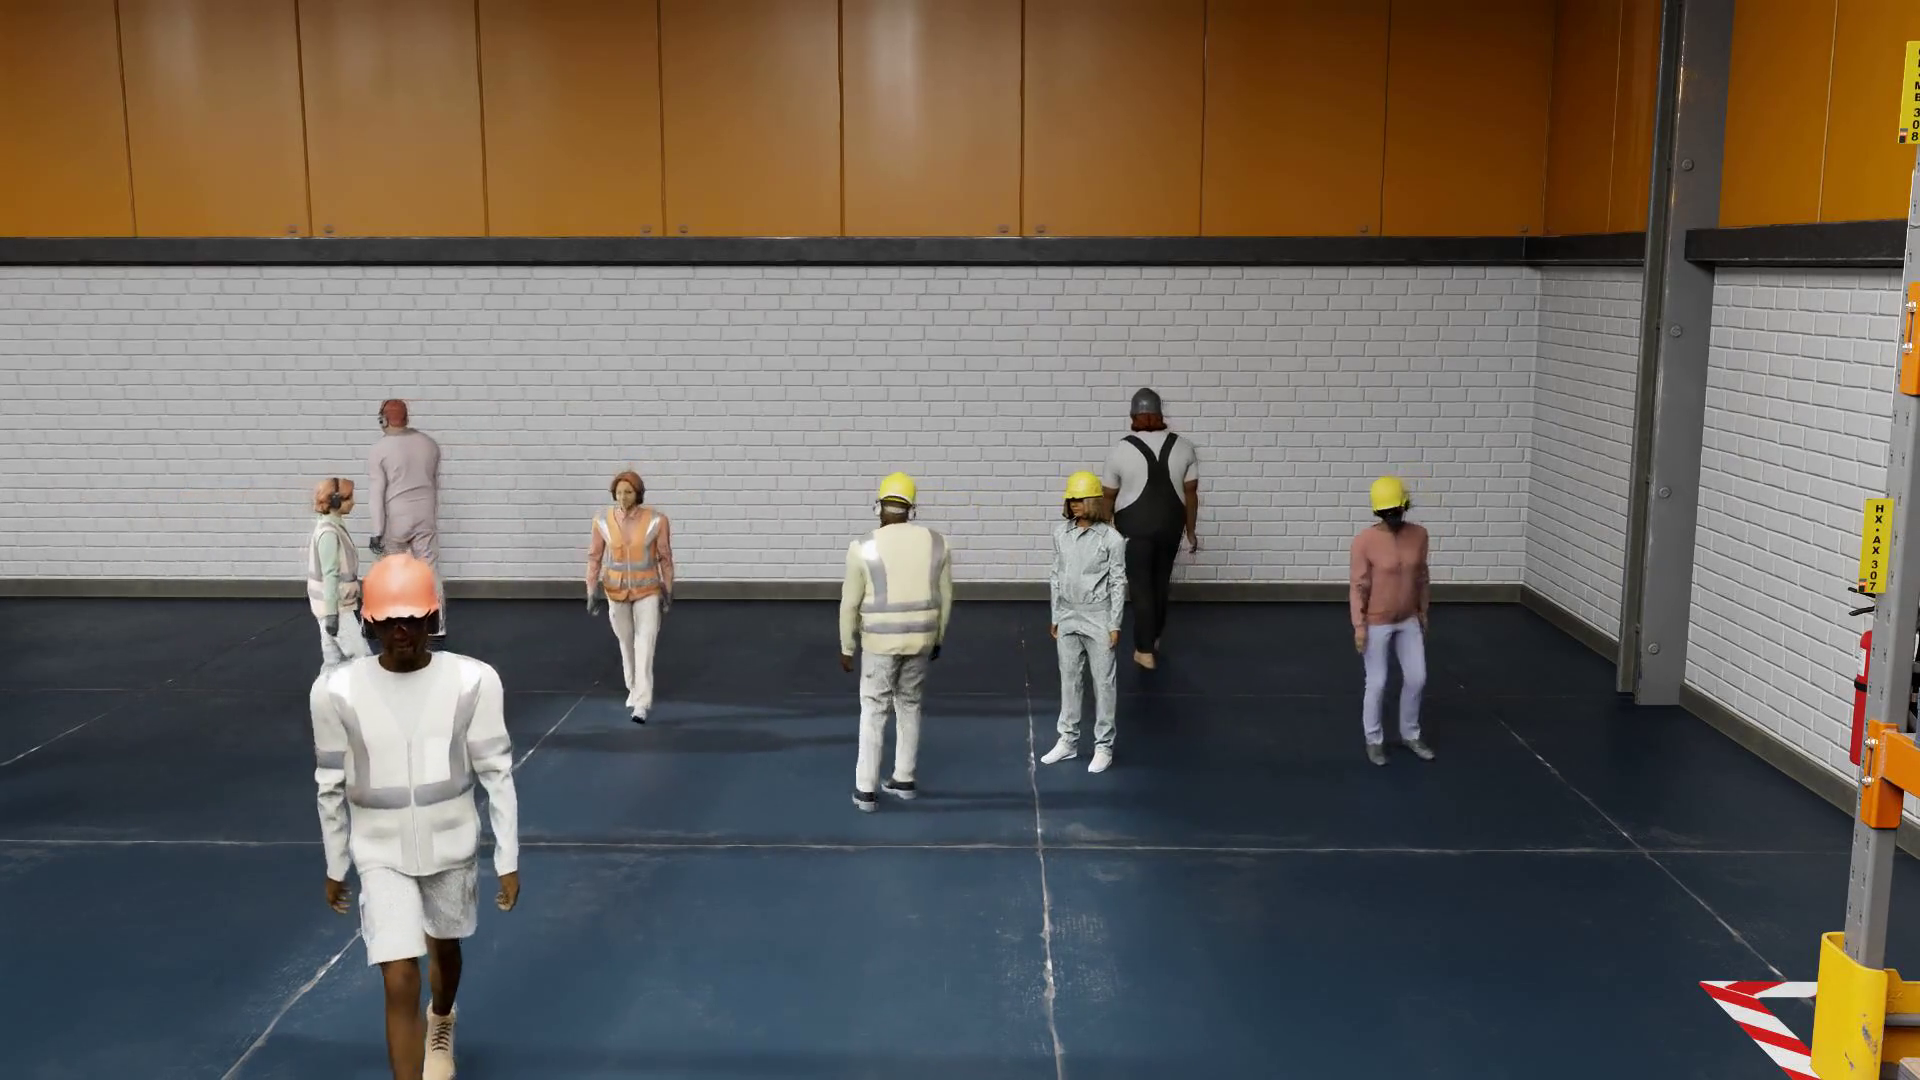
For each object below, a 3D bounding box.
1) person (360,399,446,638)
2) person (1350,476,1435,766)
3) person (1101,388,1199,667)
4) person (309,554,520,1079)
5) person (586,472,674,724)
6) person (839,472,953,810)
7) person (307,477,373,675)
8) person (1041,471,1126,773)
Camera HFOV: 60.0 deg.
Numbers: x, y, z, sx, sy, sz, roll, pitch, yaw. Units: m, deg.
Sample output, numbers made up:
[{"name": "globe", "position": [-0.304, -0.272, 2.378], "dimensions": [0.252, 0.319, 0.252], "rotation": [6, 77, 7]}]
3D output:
[{"name": "person", "position": [-4.350, -0.159, 12.948], "dimensions": [0.621, 1.894, 0.674], "rotation": [8, 12, 40]}, {"name": "person", "position": [2.474, 0.471, 9.586], "dimensions": [0.570, 1.720, 0.438], "rotation": [-4, 10, -21]}, {"name": "person", "position": [1.334, -0.134, 12.276], "dimensions": [0.711, 2.000, 0.900], "rotation": [-2, 10, -12]}, {"name": "person", "position": [-1.803, 1.015, 5.554], "dimensions": [0.626, 1.995, 1.038], "rotation": [-3, 10, -20]}, {"name": "person", "position": [-2.118, 0.359, 10.663], "dimensions": [0.545, 1.588, 0.867], "rotation": [0, 9, 0]}, {"name": "person", "position": [-0.343, 0.539, 8.973], "dimensions": [0.632, 1.796, 0.432], "rotation": [-4, 10, -22]}, {"name": "person", "position": [-3.700, 0.420, 10.157], "dimensions": [0.519, 1.622, 0.547], "rotation": [-3, 10, -20]}, {"name": "person", "position": [0.717, 0.465, 9.573], "dimensions": [0.487, 1.744, 0.313], "rotation": [7, 12, 37]}]
